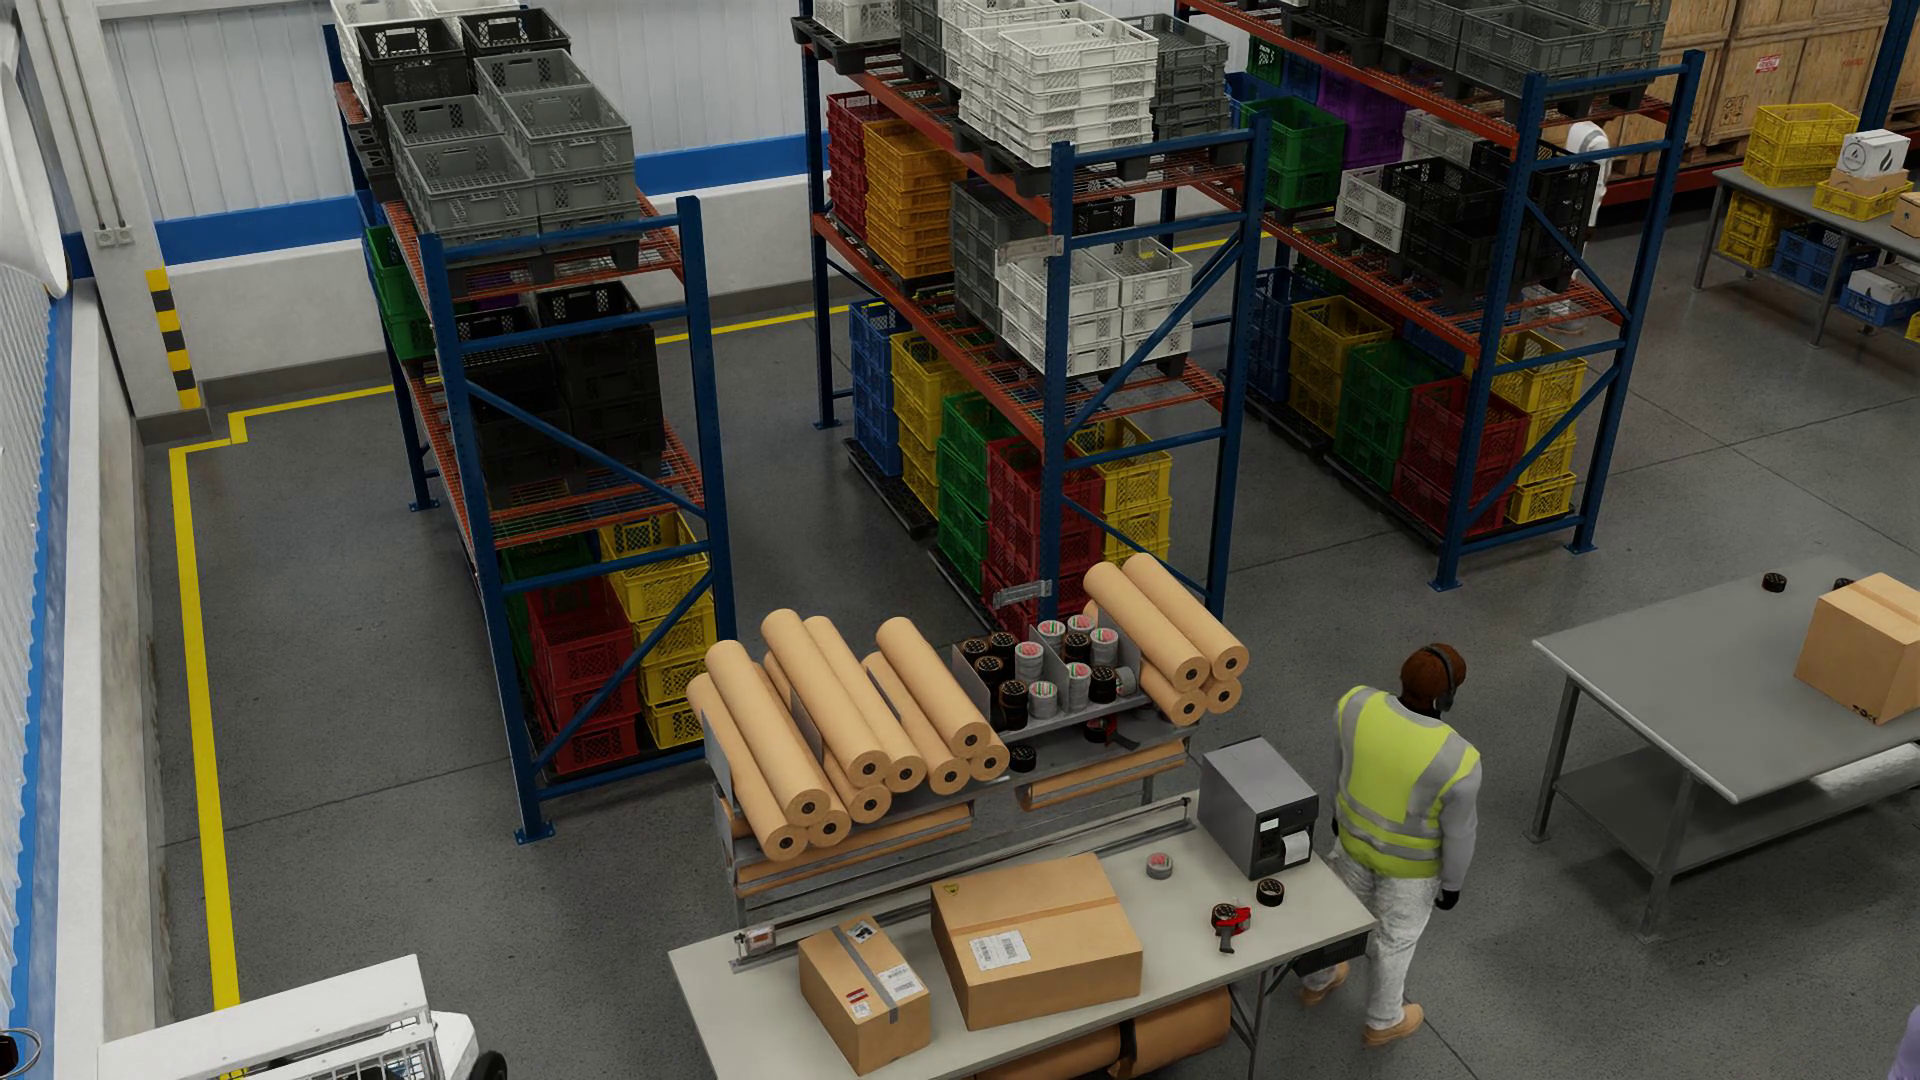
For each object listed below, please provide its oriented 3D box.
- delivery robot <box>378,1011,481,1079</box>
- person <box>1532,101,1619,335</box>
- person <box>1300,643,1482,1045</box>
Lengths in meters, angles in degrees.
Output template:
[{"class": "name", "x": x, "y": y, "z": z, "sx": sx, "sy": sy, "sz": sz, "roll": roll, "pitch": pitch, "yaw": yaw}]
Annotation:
[{"class": "delivery robot", "x": -2.074, "y": 2.090, "z": 6.195, "sx": 0.477, "sy": 0.478, "sz": 0.707, "roll": 4, "pitch": 32, "yaw": 7}, {"class": "person", "x": 4.625, "y": -2.480, "z": 12.448, "sx": 0.356, "sy": 1.881, "sz": 0.575, "roll": -1, "pitch": 32, "yaw": -2}, {"class": "person", "x": 1.712, "y": 1.191, "z": 6.543, "sx": 0.431, "sy": 1.832, "sz": 0.642, "roll": -26, "pitch": 40, "yaw": -35}]
